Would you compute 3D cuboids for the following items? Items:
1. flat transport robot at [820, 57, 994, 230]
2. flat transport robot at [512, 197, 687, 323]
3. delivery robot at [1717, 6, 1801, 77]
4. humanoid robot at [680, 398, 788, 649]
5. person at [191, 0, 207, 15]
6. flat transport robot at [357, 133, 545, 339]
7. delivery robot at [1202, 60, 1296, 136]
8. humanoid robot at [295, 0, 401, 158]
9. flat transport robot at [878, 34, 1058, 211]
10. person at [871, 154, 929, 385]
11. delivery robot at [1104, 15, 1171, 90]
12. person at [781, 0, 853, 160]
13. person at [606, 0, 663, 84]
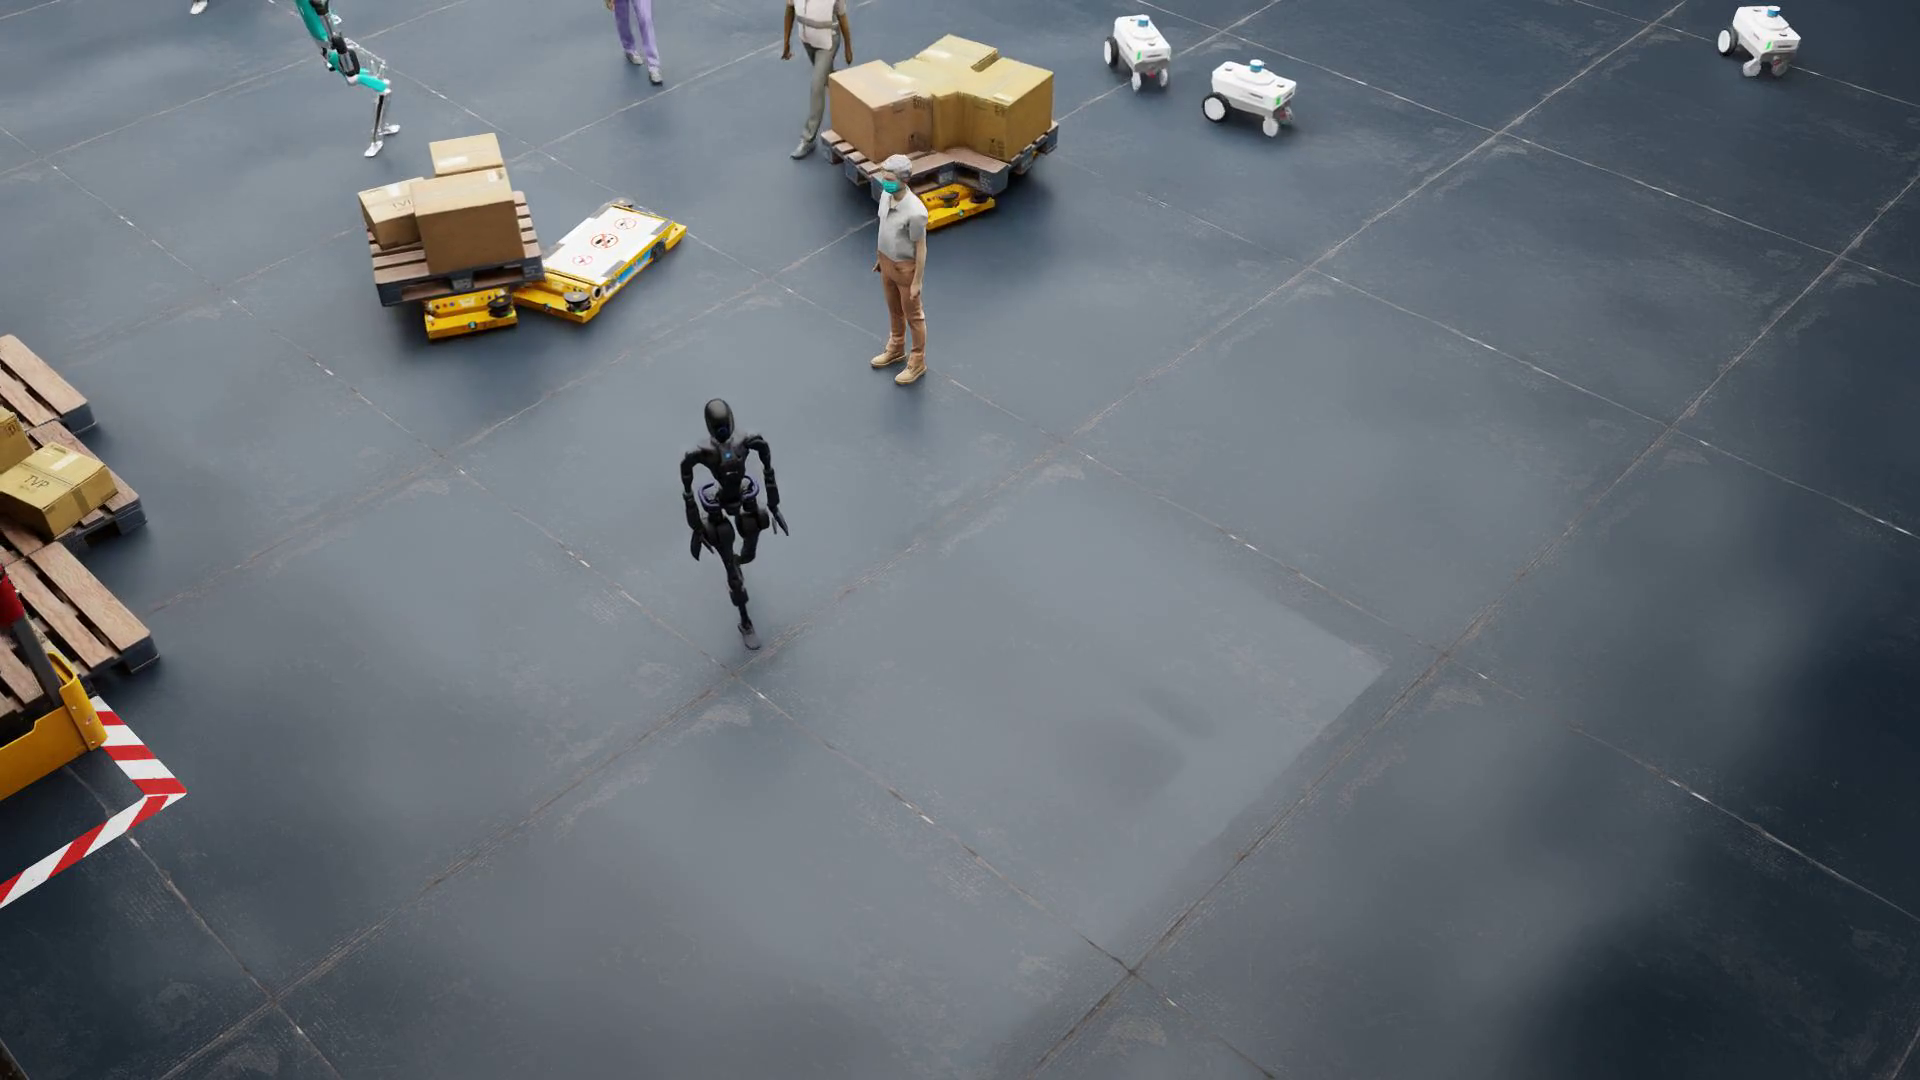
[{"bbox_3d":[-0.383,-3.071,13.939,0.659,0.231,1.431,-24,47,-24],"label":"flat transport robot"},{"bbox_3d":[-2.797,-2.198,12.969,0.659,0.231,1.431,18,45,19],"label":"flat transport robot"},{"bbox_3d":[7.493,-4.696,15.531,0.505,0.595,0.766,-4,42,-5],"label":"delivery robot"},{"bbox_3d":[-1.340,-0.188,9.726,0.589,1.650,0.743,-17,45,-18],"label":"humanoid robot"},{"bbox_3d":[-7.427,-6.046,16.248,0.529,1.589,0.809,17,45,18],"label":"person"},{"bbox_3d":[-3.849,-2.057,12.813,0.659,0.231,1.431,-13,44,-14],"label":"flat transport robot"},{"bbox_3d":[2.563,-3.946,14.712,0.808,0.614,0.499,27,48,26],"label":"delivery robot"},{"bbox_3d":[-5.033,-4.094,13.976,0.884,1.767,0.586,-31,50,-30],"label":"humanoid robot"},{"bbox_3d":[0.048,-3.182,14.063,0.659,0.231,1.431,24,47,24],"label":"flat transport robot"},{"bbox_3d":[-0.420,-1.885,11.515,0.321,1.748,0.469,-29,49,-28],"label":"person"},{"bbox_3d":[1.674,-4.556,15.358,0.499,0.570,0.750,-10,43,-11],"label":"delivery robot"},{"bbox_3d":[-1.186,-4.224,14.077,0.573,1.793,0.971,25,48,25],"label":"person"},{"bbox_3d":[-2.986,-5.014,14.966,0.576,1.773,0.931,-18,45,-19],"label":"person"}]
